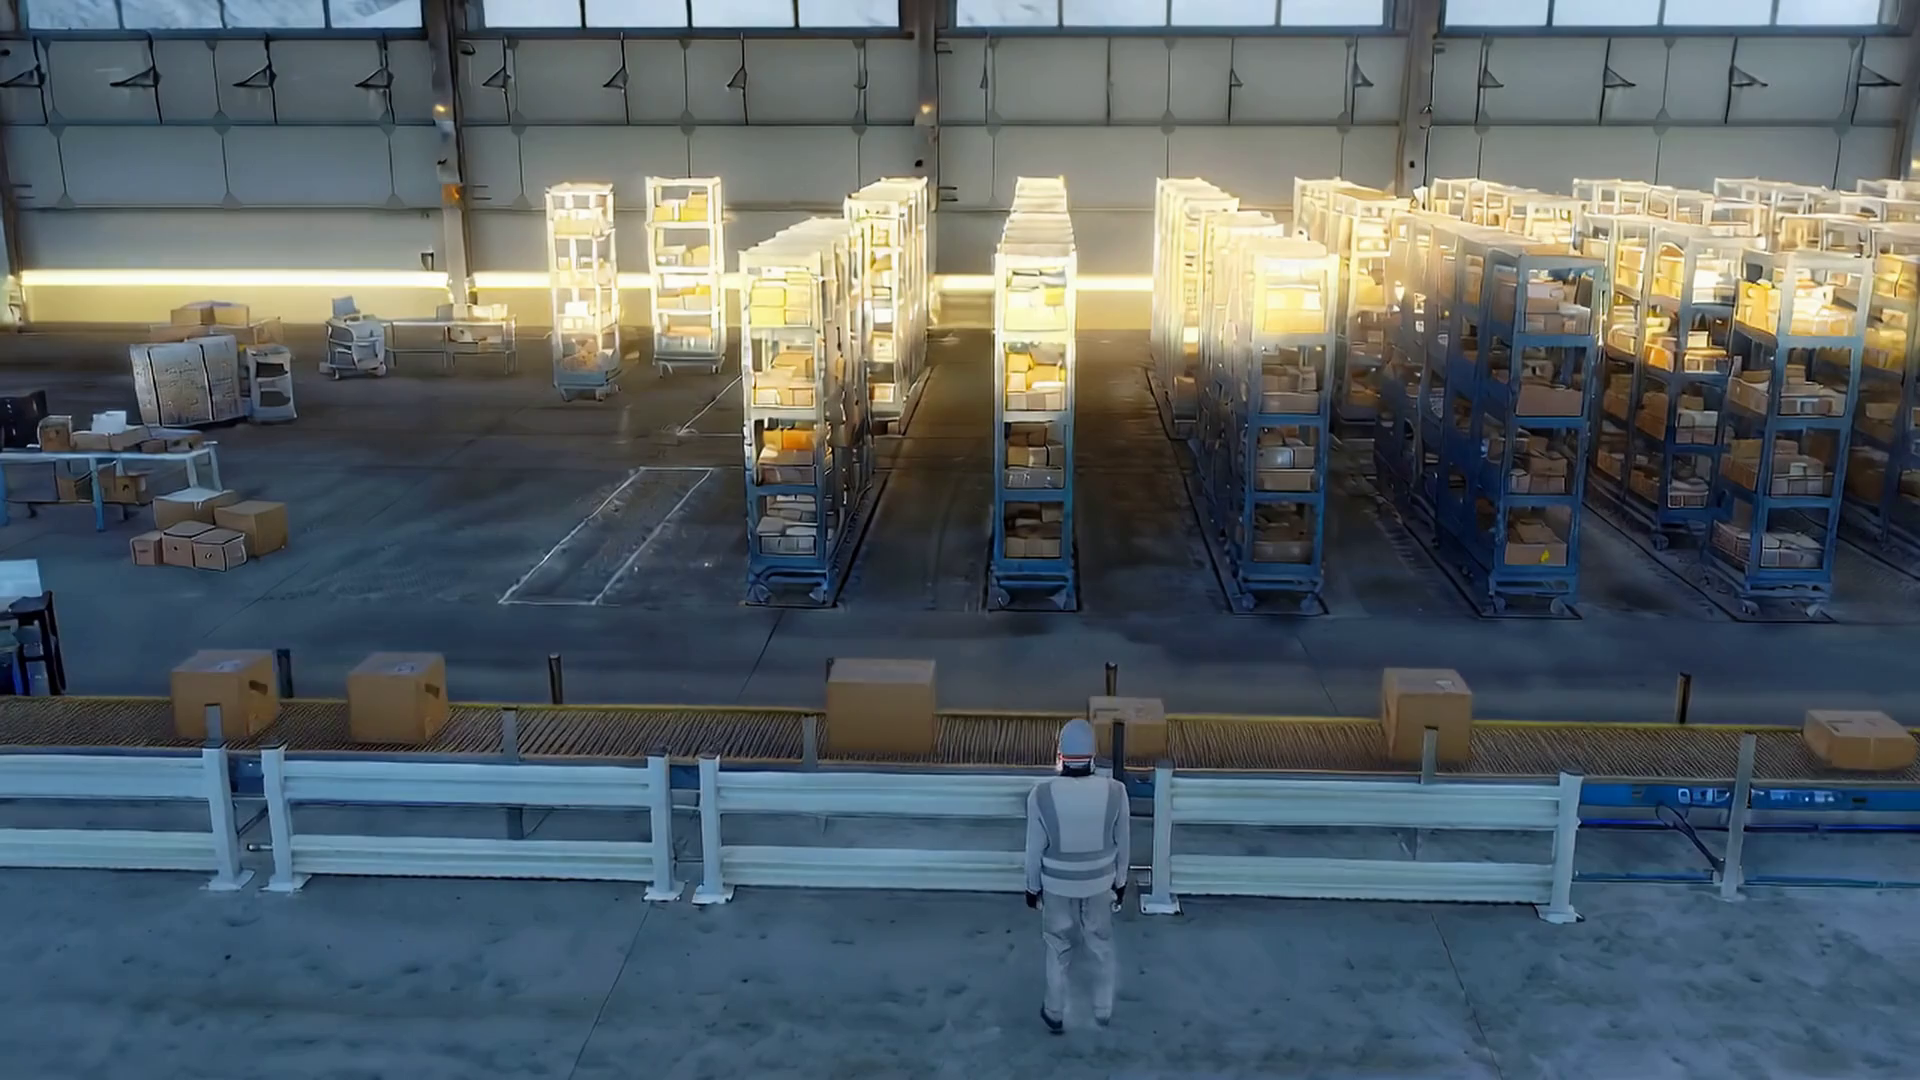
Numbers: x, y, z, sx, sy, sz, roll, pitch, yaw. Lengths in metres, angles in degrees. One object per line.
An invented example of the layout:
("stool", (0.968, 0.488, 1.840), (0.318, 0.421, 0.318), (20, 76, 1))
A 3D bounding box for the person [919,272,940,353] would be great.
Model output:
("person", (-0.796, -4.542, 33.143), (0.840, 1.717, 0.578), (1, 15, 2))

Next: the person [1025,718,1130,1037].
("person", (0.639, 1.857, 9.170), (0.586, 1.835, 0.403), (-2, 15, -6))
